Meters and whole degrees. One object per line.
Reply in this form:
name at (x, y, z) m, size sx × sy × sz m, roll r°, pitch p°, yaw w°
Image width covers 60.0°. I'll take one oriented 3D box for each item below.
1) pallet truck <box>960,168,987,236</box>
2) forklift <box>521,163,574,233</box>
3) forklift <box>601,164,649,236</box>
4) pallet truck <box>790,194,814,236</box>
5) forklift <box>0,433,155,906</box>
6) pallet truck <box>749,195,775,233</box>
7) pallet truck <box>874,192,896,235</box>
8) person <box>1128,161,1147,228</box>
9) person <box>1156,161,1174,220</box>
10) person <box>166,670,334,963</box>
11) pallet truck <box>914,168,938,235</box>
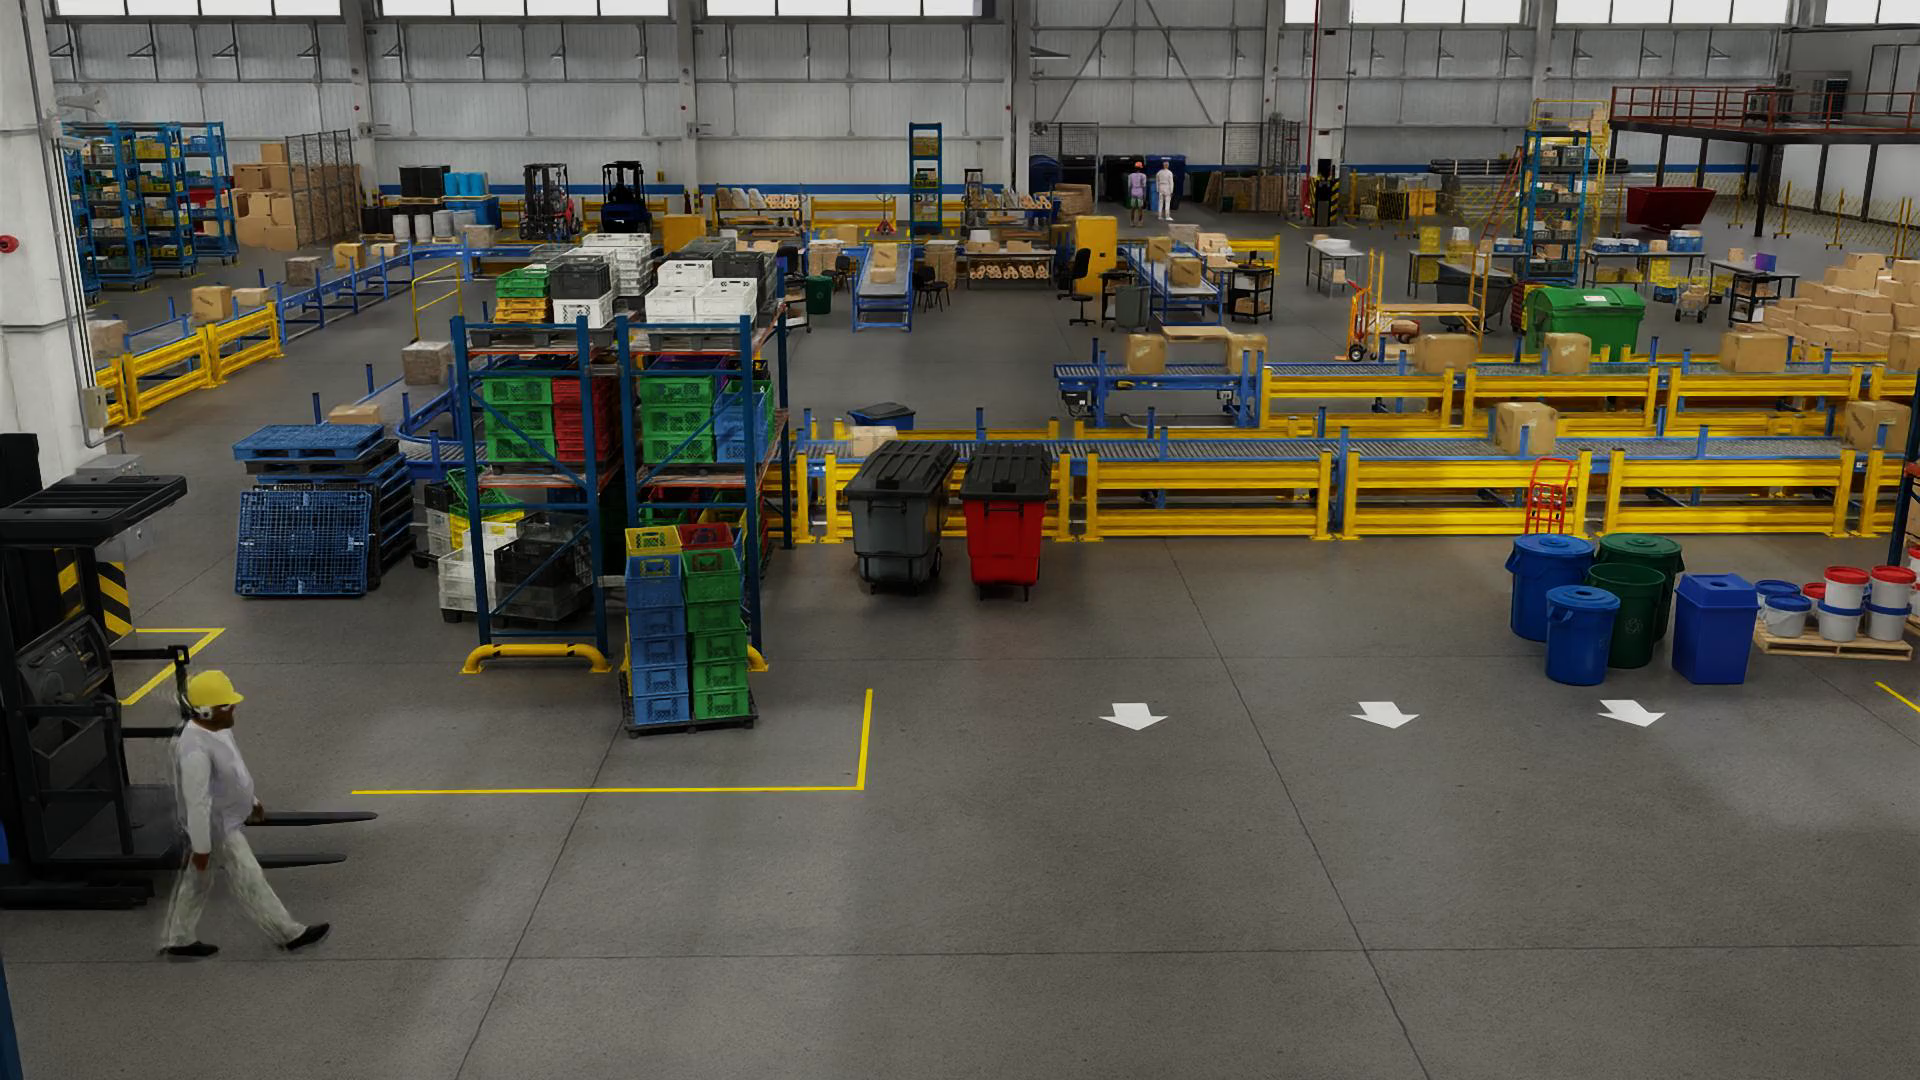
pallet truck at (0.383, -10.230, 50.206) m, size 0.823 × 1.965 × 1.885 m, roll -1°, pitch 16°, yaw -3°
forklift at (-12.233, -10.122, 49.298) m, size 1.157 × 1.987 × 2.680 m, roll 0°, pitch 16°, yaw -1°
forklift at (-9.948, -10.127, 49.296) m, size 1.157 × 1.987 × 2.680 m, roll -1°, pitch 16°, yaw -3°
pallet truck at (-4.814, -9.883, 50.259) m, size 0.704 × 1.261 × 1.522 m, roll -1°, pitch 16°, yaw -3°
forklift at (-5.952, 0.780, 10.366) m, size 1.873 × 2.768 × 1.129 m, roll 0°, pitch 16°, yaw -1°
pallet truck at (-6.051, -9.967, 50.660) m, size 0.680 × 1.201 × 1.601 m, roll 0°, pitch 16°, yaw -1°
pallet truck at (-2.277, -9.986, 50.594) m, size 0.653 × 1.274 × 1.630 m, roll 0°, pitch 16°, yaw -1°
person at (5.586, -10.865, 52.329) m, size 0.605 × 2.045 × 0.378 m, roll 8°, pitch 18°, yaw 26°
person at (6.764, -11.487, 54.739) m, size 0.643 × 1.909 × 0.410 m, roll 13°, pitch 21°, yaw 38°
person at (-4.188, 1.583, 9.523) m, size 0.936 × 1.778 × 0.604 m, roll -5°, pitch 17°, yaw -17°
pallet truck at (-0.989, -10.316, 50.507) m, size 0.823 × 1.965 × 1.885 m, roll 1°, pitch 16°, yaw 3°
